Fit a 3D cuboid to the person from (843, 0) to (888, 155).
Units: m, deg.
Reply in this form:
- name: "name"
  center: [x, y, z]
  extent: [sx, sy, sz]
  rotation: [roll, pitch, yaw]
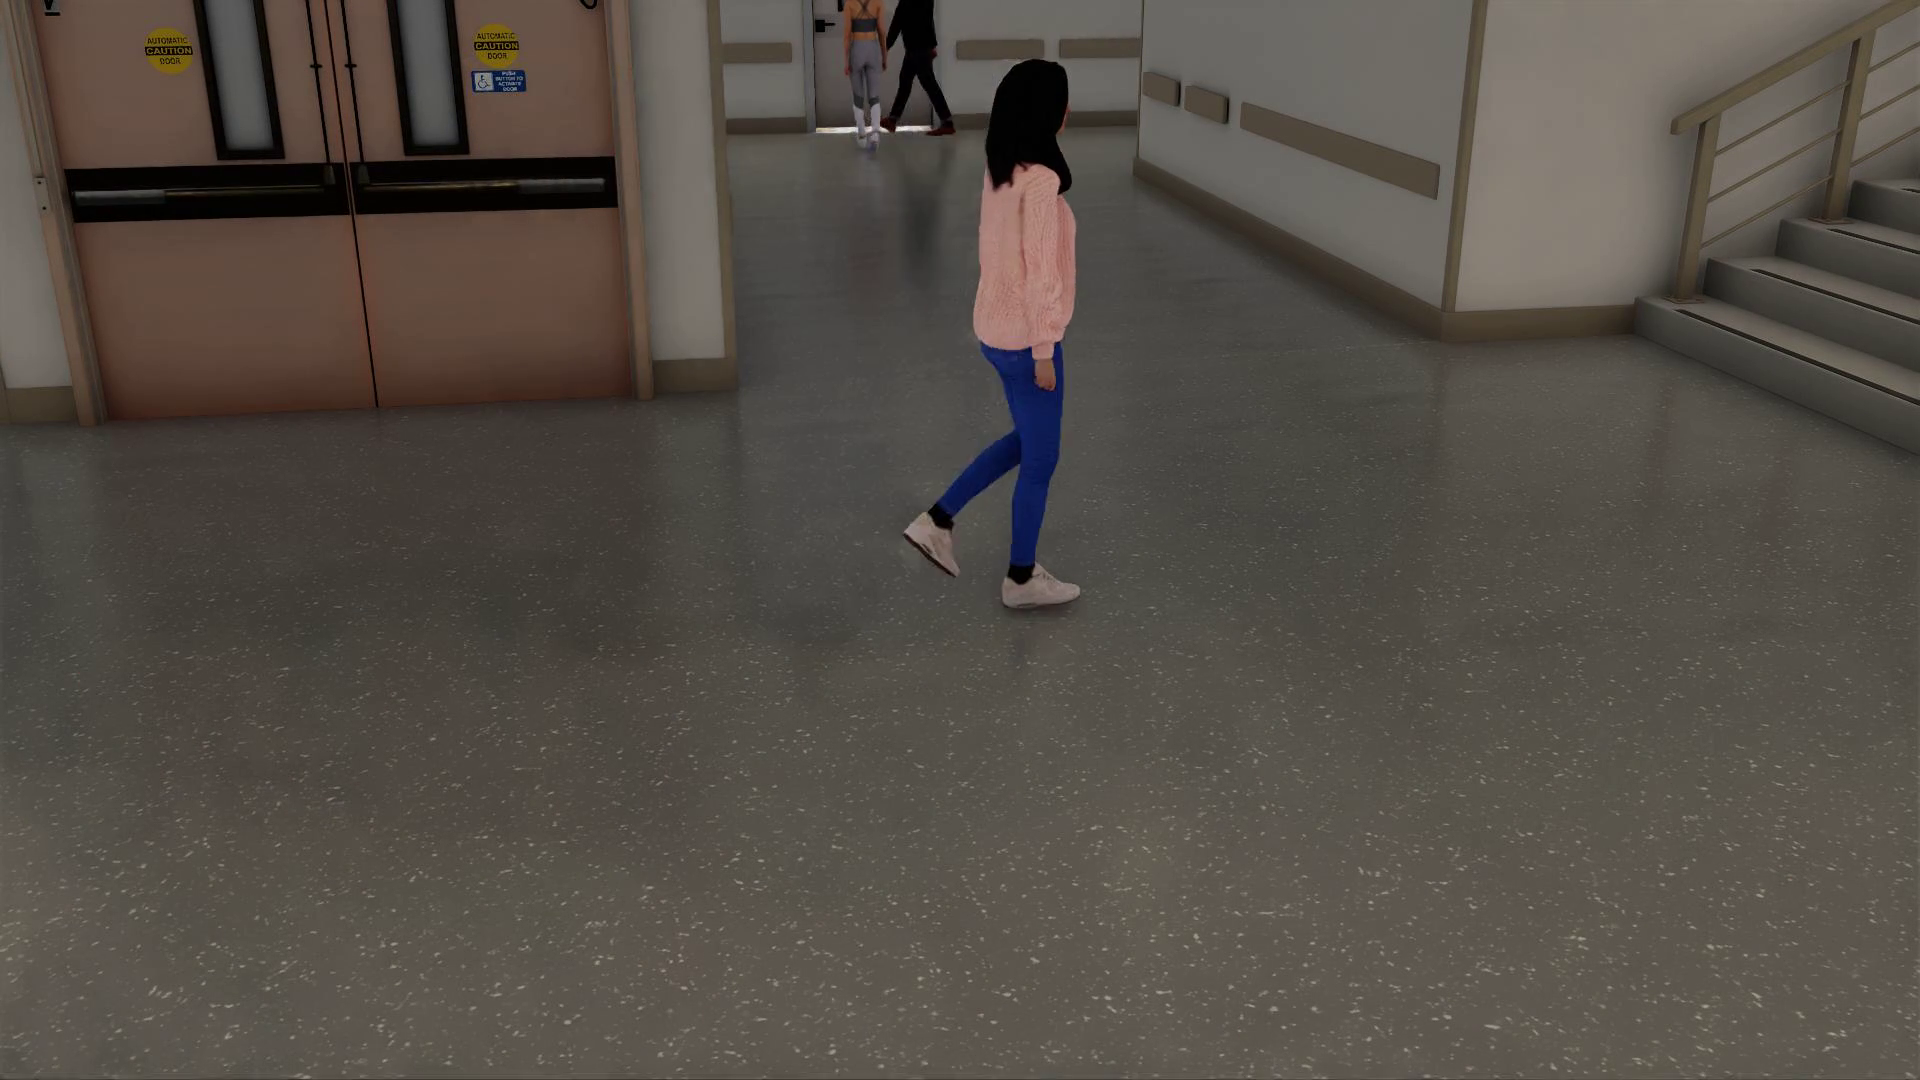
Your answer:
- name: "person"
  center: [-0.868, -4.441, 15.497]
  extent: [1.051, 1.669, 0.635]
  rotation: [-3, 21, -8]

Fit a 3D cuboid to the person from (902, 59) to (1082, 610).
- name: "person"
  center: [0.104, -0.593, 5.218]
  extent: [0.816, 1.754, 0.654]
  rotation: [-5, 21, -13]

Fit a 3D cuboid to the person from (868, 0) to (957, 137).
- name: "person"
  center: [-0.325, -4.871, 16.494]
  extent: [1.262, 1.767, 0.966]
  rotation: [4, 21, 10]
